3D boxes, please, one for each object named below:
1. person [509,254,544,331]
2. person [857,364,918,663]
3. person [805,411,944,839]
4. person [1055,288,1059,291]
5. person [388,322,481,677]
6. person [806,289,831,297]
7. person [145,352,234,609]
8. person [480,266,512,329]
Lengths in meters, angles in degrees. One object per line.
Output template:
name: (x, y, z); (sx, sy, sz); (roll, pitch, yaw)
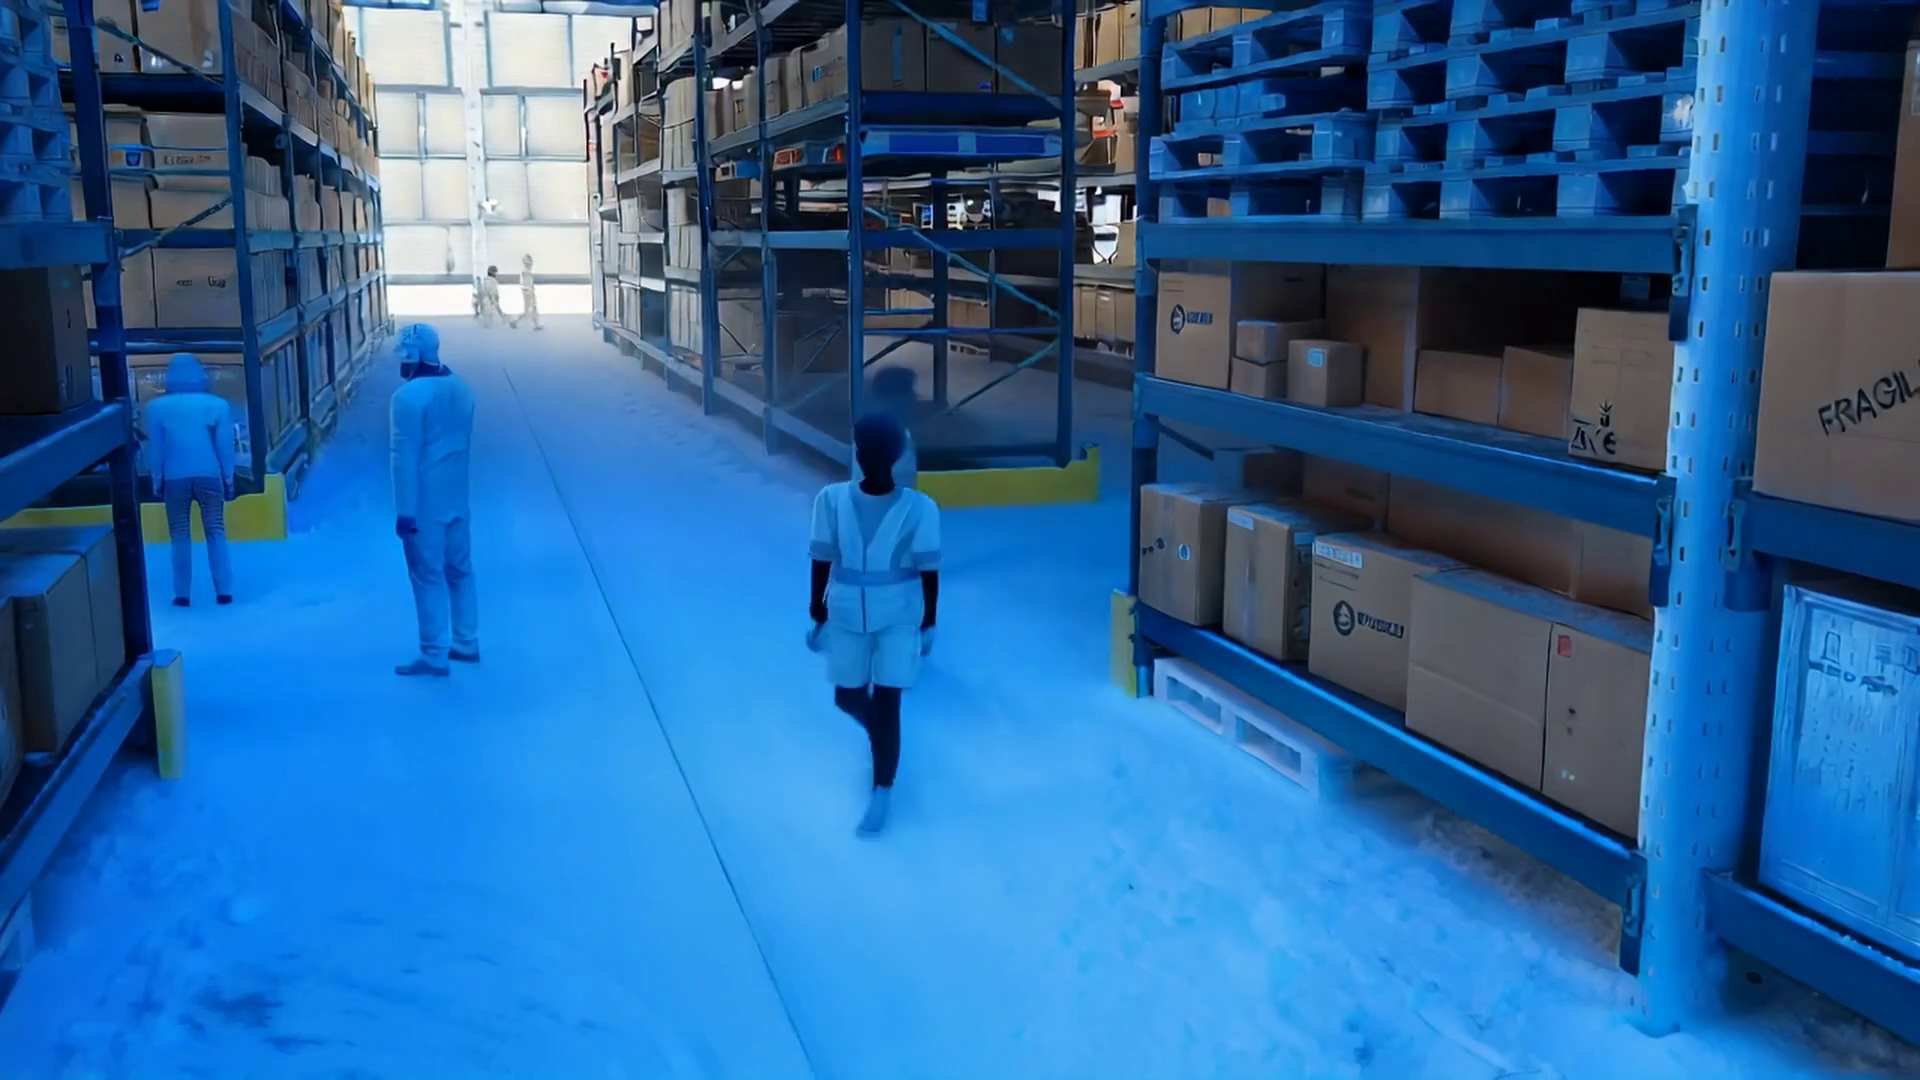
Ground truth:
person: (-10.777, -6.111, 41.199); (0.763, 1.924, 0.618); (-3, 11, -18)
person: (-0.366, -0.087, 8.816); (0.375, 1.680, 0.564); (-5, 11, -25)
person: (-0.321, 0.298, 6.726); (0.543, 1.676, 0.707); (3, 11, 14)
person: (1.940, -5.224, 36.798); (0.531, 1.744, 0.721); (-2, 10, -10)
person: (-2.866, -0.218, 8.971); (0.399, 1.899, 0.650); (3, 11, 14)
person: (-3.511, -6.163, 41.333); (0.633, 1.973, 0.515); (-1, 10, -6)
person: (-4.873, -0.375, 10.573); (0.493, 1.624, 0.280); (-6, 12, -31)
person: (-11.810, -6.137, 42.218); (0.878, 1.588, 0.539); (1, 10, 3)
